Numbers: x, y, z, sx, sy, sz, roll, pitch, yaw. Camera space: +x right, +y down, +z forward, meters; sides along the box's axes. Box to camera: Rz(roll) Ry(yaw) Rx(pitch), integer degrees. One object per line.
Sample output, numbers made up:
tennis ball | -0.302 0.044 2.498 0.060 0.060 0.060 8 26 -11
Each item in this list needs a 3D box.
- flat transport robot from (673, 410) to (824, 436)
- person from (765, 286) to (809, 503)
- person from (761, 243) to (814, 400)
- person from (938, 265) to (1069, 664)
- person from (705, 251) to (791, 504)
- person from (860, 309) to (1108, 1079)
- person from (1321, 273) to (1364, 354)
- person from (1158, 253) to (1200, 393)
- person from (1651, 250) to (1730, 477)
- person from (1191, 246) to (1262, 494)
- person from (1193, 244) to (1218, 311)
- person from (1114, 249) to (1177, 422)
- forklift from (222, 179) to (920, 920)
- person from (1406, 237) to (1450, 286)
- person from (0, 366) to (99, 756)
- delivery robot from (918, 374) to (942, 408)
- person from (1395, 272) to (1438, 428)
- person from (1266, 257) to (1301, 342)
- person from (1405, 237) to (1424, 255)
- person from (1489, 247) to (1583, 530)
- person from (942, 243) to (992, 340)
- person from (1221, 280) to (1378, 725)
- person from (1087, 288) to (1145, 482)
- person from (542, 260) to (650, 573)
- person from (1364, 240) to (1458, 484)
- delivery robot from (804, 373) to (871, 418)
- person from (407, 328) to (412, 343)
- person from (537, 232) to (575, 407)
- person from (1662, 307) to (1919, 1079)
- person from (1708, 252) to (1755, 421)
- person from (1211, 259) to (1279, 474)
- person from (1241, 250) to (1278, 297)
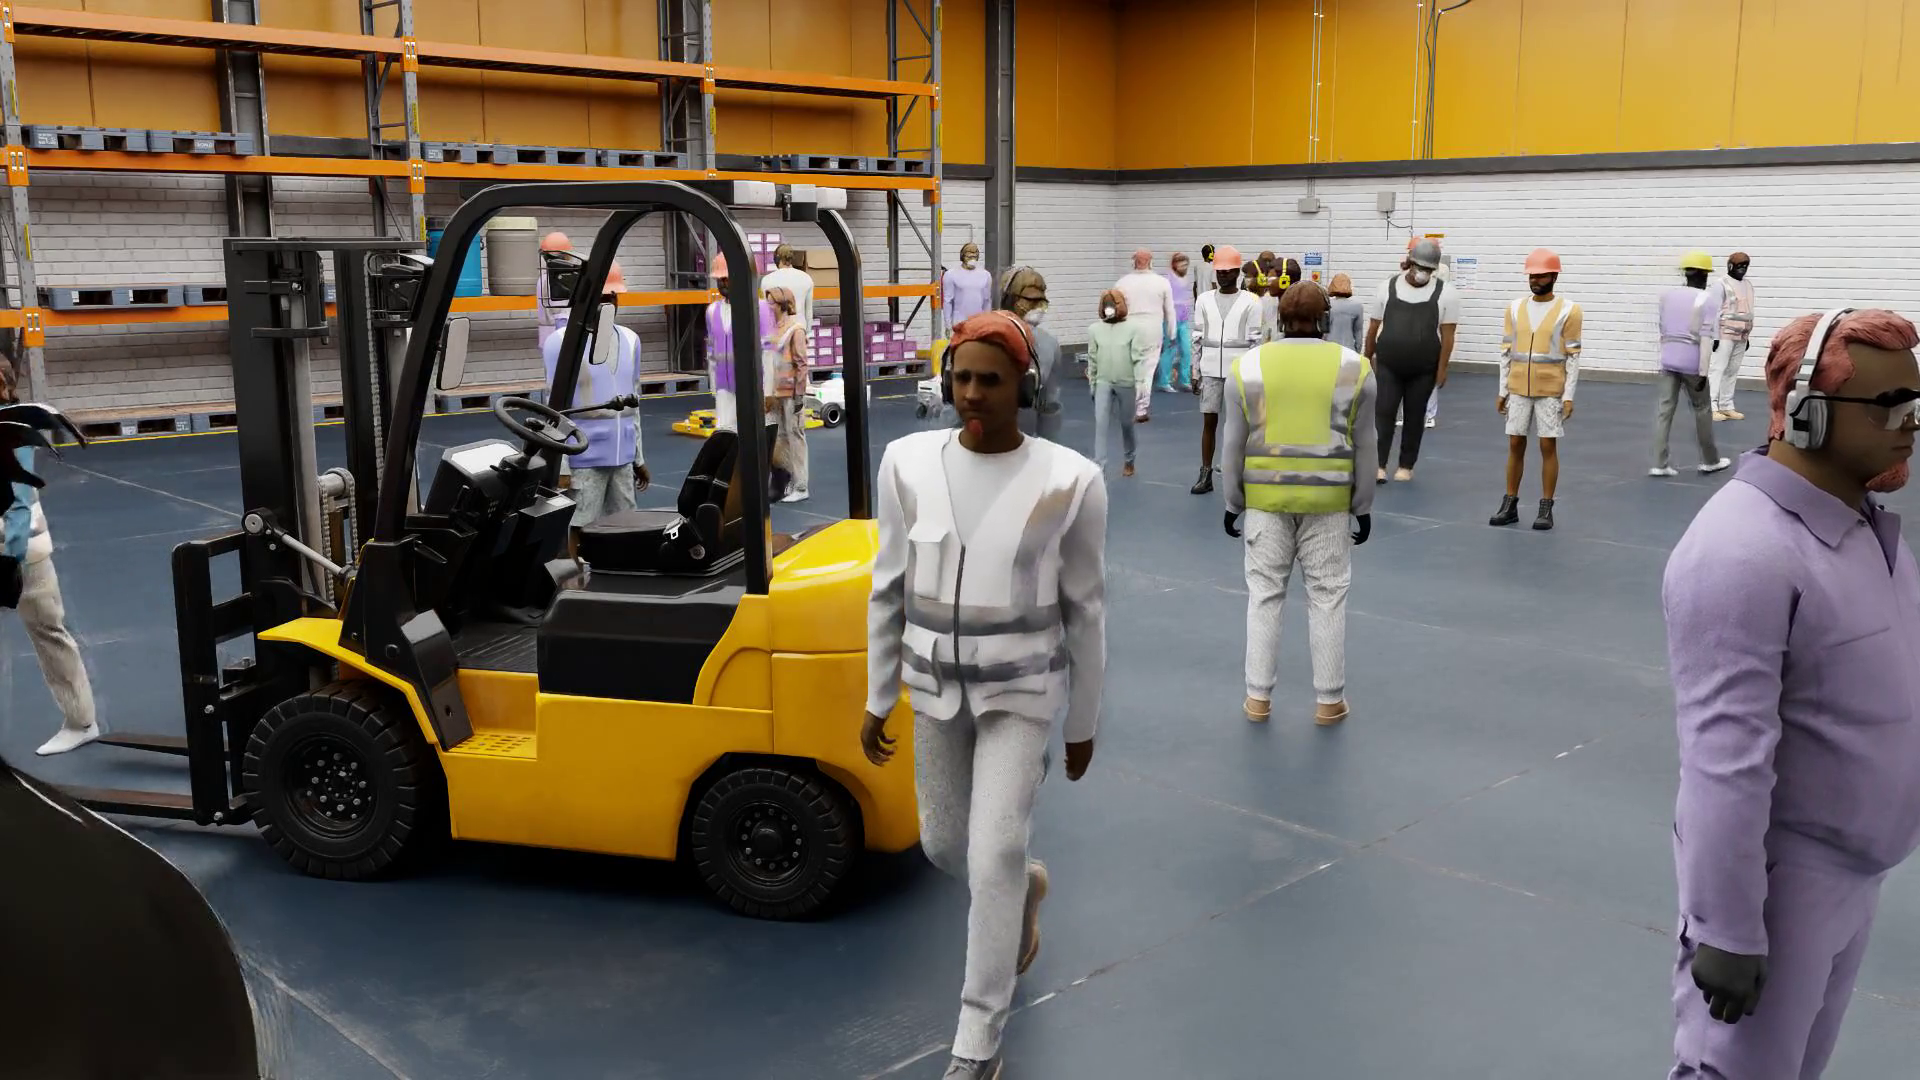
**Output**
flat transport robot | -2.177 -1.244 17.154 1.431 0.197 0.652 -9 13 -39
person | -1.333 -1.099 12.665 0.321 1.645 0.525 -8 13 -37
person | -1.836 -2.168 17.644 0.627 1.941 0.374 -8 13 -38
person | 0.190 -0.330 7.772 0.631 1.880 0.998 -10 14 -43
person | -1.546 -1.115 11.951 0.550 1.922 0.625 6 12 29
person | 0.090 0.367 4.052 0.577 1.861 0.839 5 11 24
person | 3.876 -1.908 17.049 0.507 1.636 0.272 -2 11 -8
person | 2.777 -2.755 21.219 0.596 1.800 0.633 -9 14 -42
person | 6.179 -1.479 14.016 0.919 1.886 0.588 -6 12 -31
person | 2.064 -1.309 12.964 0.545 1.938 0.359 4 11 21
person | 4.011 -3.851 27.013 0.322 1.871 0.531 -8 13 -38
person | 2.037 -2.249 18.289 0.659 1.854 0.975 3 11 16
forklift | -1.114 -0.058 5.440 2.313 2.155 1.214 2 11 13
person | 6.444 -3.173 22.967 0.617 1.993 0.396 5 12 26
person | -3.705 0.088 6.263 0.536 1.593 0.833 7 12 32
delivery robot | -0.136 -1.677 18.486 0.477 0.478 0.707 10 14 43
person | 4.884 -2.064 17.568 0.524 1.762 0.325 7 12 32
person | 2.290 -1.051 11.745 0.309 1.868 0.535 2 11 10
person | 6.541 -3.340 23.880 0.391 1.995 0.613 8 13 38
person | 3.977 -1.039 11.485 0.542 1.939 0.368 8 13 38
person | 0.097 -2.545 19.716 0.628 1.935 0.373 -4 11 -23
person | 1.403 -0.149 6.905 0.633 1.839 0.429 2 11 13
person | 1.296 -1.280 13.743 0.515 1.594 0.833 3 11 17
person | -1.718 -0.402 8.016 0.376 1.936 0.549 9 13 39
person | 3.606 -1.449 13.447 0.757 2.000 0.873 3 11 18
delivery robot | -1.304 -1.542 17.753 0.707 0.478 0.477 -8 13 -39
person | -4.567 -1.174 13.146 0.532 1.601 0.802 1 10 5
person | -3.551 -1.705 14.833 0.378 2.042 0.615 -5 11 -25
person | 1.416 0.568 2.812 0.408 1.906 0.653 9 14 42
person | 8.454 -2.225 18.231 0.634 1.837 0.429 -6 12 -30
person | 2.476 -1.408 13.814 0.879 1.817 0.534 4 11 19
person | 3.657 -2.542 19.956 0.633 1.839 0.429 2 11 8
